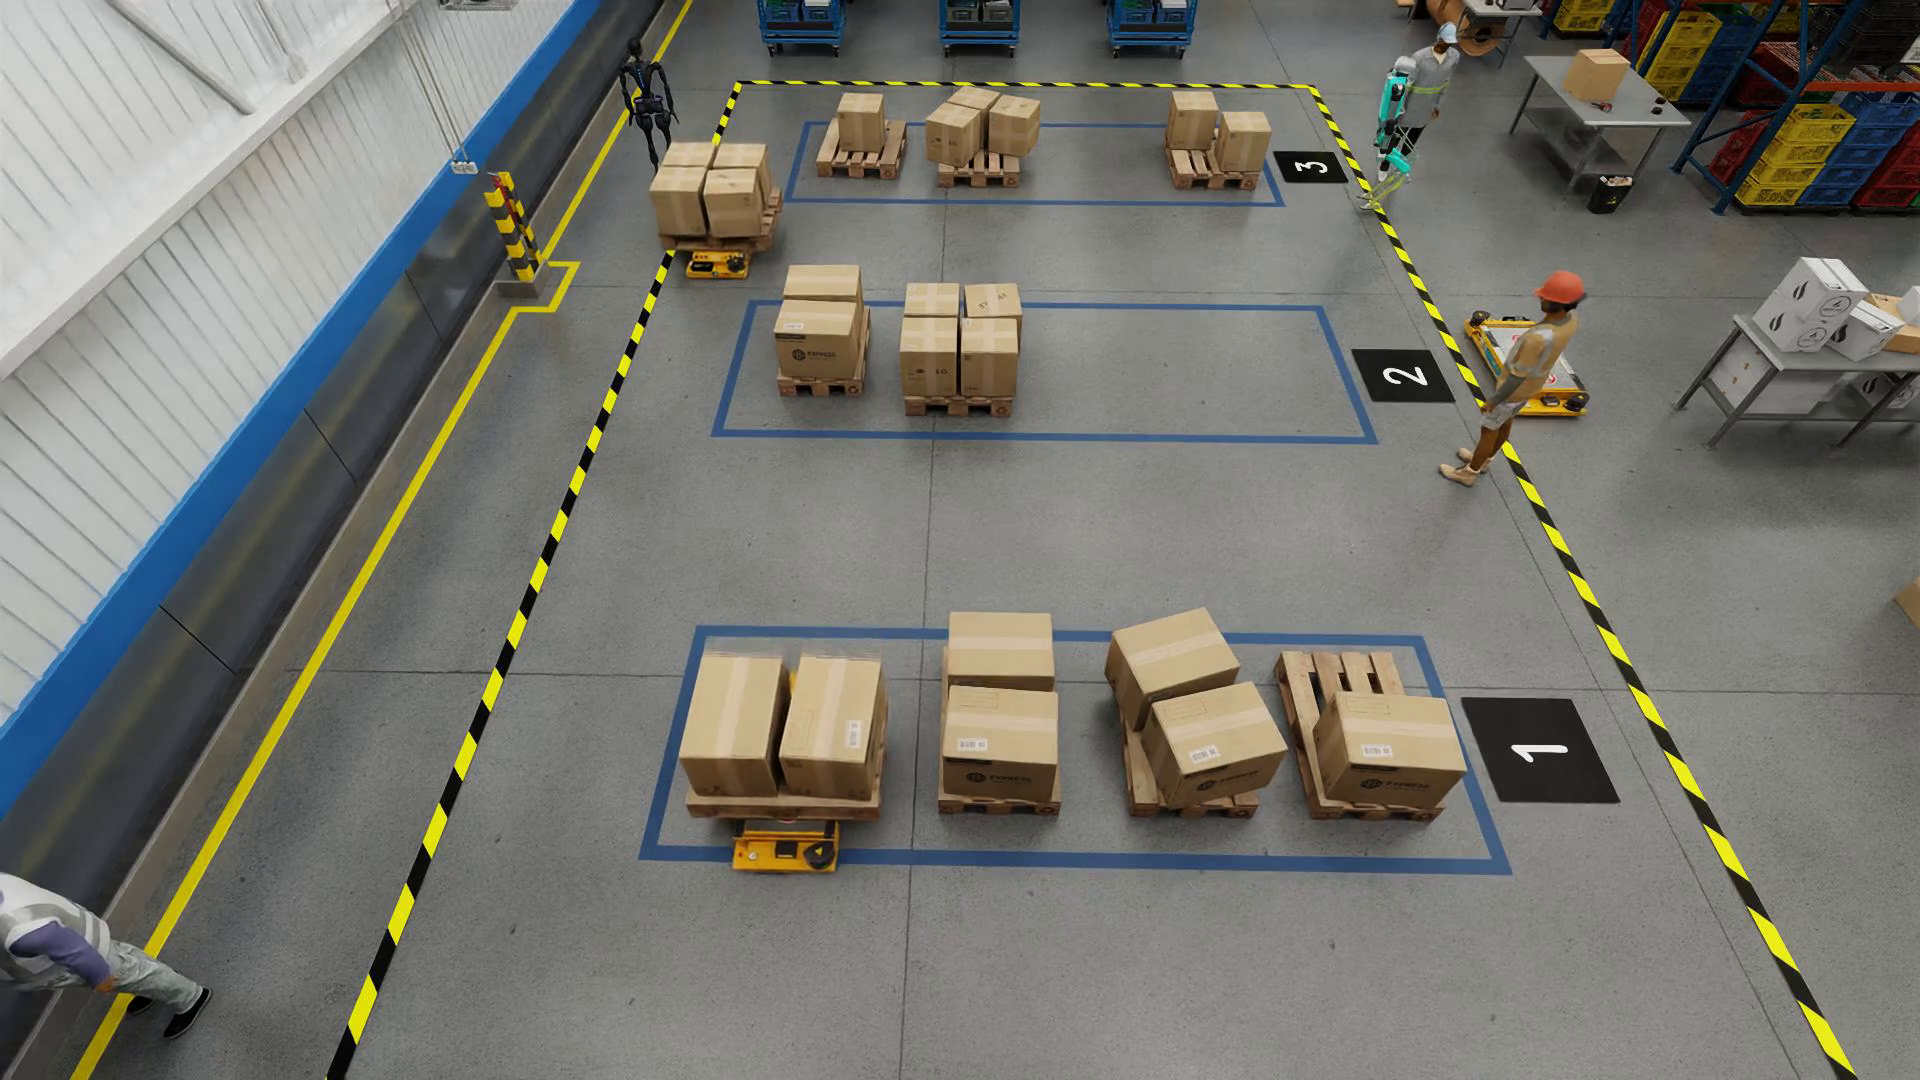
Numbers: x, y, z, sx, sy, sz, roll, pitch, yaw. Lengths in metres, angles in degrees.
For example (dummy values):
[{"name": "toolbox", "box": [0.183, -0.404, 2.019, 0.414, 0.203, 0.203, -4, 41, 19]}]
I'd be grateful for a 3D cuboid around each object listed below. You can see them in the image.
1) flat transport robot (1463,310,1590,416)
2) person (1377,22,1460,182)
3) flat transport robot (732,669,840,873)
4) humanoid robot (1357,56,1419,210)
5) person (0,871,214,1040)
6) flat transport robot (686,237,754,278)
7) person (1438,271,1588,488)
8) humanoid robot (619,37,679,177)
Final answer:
[{"name": "flat transport robot", "box": [5.573, -1.757, 9.054, 0.659, 0.231, 1.431, 1, 49, 1]}, {"name": "person", "box": [5.518, -5.205, 10.991, 0.597, 1.850, 0.386, -7, 49, -6]}, {"name": "flat transport robot", "box": [-1.103, 1.510, 6.207, 0.652, 0.197, 1.431, 1, 49, 1]}, {"name": "humanoid robot", "box": [5.030, -4.591, 10.447, 0.723, 1.677, 0.533, 9, 50, 8]}, {"name": "person", "box": [-4.568, 2.107, 4.671, 0.587, 1.837, 0.404, 20, 52, 17]}, {"name": "flat transport robot", "box": [-2.689, -3.497, 10.542, 0.652, 0.197, 1.431, 1, 49, 1]}, {"name": "person", "box": [4.501, -1.268, 7.460, 0.605, 2.041, 0.382, -30, 56, -24]}, {"name": "humanoid robot", "box": [-3.738, -5.178, 11.075, 0.599, 1.655, 0.315, -7, 49, -6]}]
